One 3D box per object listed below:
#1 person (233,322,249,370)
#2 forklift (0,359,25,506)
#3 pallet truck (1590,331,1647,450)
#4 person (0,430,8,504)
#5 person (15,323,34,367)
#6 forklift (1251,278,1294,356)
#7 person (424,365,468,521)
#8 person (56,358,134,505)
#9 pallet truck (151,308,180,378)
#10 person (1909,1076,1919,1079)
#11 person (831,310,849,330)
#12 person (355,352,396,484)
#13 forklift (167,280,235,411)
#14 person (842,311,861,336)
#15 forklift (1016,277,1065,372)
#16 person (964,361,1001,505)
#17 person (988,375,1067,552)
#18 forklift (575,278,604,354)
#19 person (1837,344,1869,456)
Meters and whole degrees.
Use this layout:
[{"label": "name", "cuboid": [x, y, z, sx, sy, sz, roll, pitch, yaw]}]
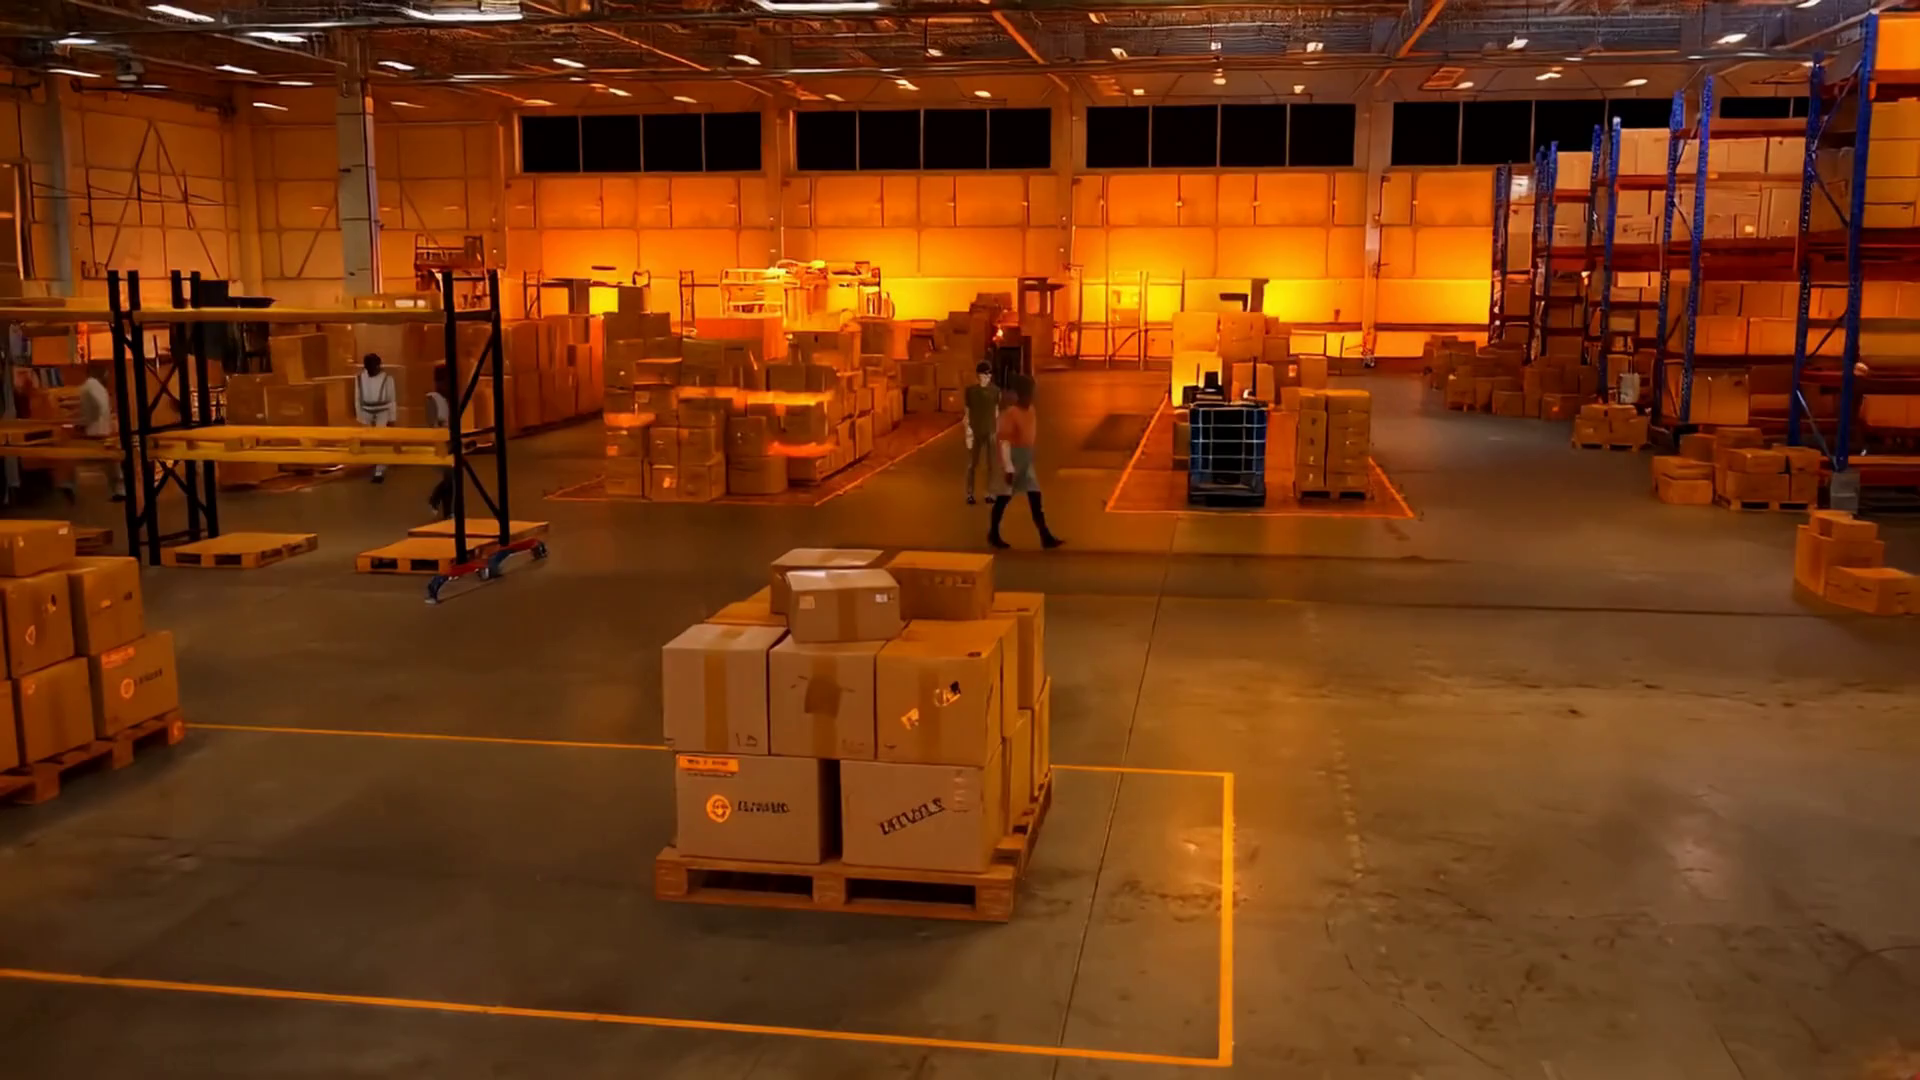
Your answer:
[{"label": "person", "cuboid": [-19.935, -5.251, 46.123, 0.522, 1.637, 0.310, 4, 10, 25]}, {"label": "forklift", "cuboid": [-12.812, -1.864, 21.413, 1.129, 2.768, 1.873, -5, 11, -29]}, {"label": "pallet truck", "cuboid": [11.253, -2.573, 28.499, 0.823, 1.965, 1.885, 5, 10, 27]}, {"label": "person", "cuboid": [-9.582, -0.504, 16.209, 0.516, 1.843, 0.326, -5, 11, -29]}, {"label": "person", "cuboid": [-19.484, -3.555, 34.743, 0.373, 1.934, 0.552, -2, 9, -13]}, {"label": "forklift", "cuboid": [7.678, -5.359, 42.964, 1.873, 2.768, 1.129, 2, 9, 9]}, {"label": "person", "cuboid": [-6.190, -1.149, 20.001, 0.453, 1.905, 0.629, 1, 9, 7]}, {"label": "person", "cuboid": [-11.217, -1.392, 21.489, 0.867, 1.916, 0.631, -6, 11, -32]}, {"label": "pallet truck", "cuboid": [-21.869, -5.598, 47.154, 0.823, 1.965, 1.885, 4, 10, 26]}, {"label": "person", "cuboid": [1.690, 1.693, 2.994, 0.811, 1.740, 0.527, 8, 12, 41]}, {"label": "person", "cuboid": [-3.591, -6.055, 50.460, 0.637, 1.858, 1.100, 2, 9, 10]}, {"label": "person", "cuboid": [-8.318, -1.726, 23.650, 0.602, 1.872, 0.412, 0, 9, 2]}, {"label": "forklift", "cuboid": [-15.893, -4.164, 35.595, 1.873, 2.768, 1.129, -8, 12, -41]}, {"label": "person", "cuboid": [-2.963, -5.236, 45.159, 0.542, 1.928, 0.399, -6, 11, -34]}, {"label": "forklift", "cuboid": [2.157, -6.481, 49.887, 1.129, 2.768, 1.873, -6, 11, -31]}, {"label": "person", "cuboid": [0.303, -1.388, 21.588, 0.533, 1.868, 0.310, -4, 10, -21]}, {"label": "person", "cuboid": [0.687, -0.808, 17.854, 0.995, 1.908, 0.634, 8, 12, 41]}, {"label": "forklift", "cuboid": [-10.234, -5.744, 45.341, 1.873, 2.768, 1.129, -3, 10, -17]}, {"label": "person", "cuboid": [13.892, -2.114, 25.965, 0.465, 1.899, 0.612, 2, 9, 9]}]
